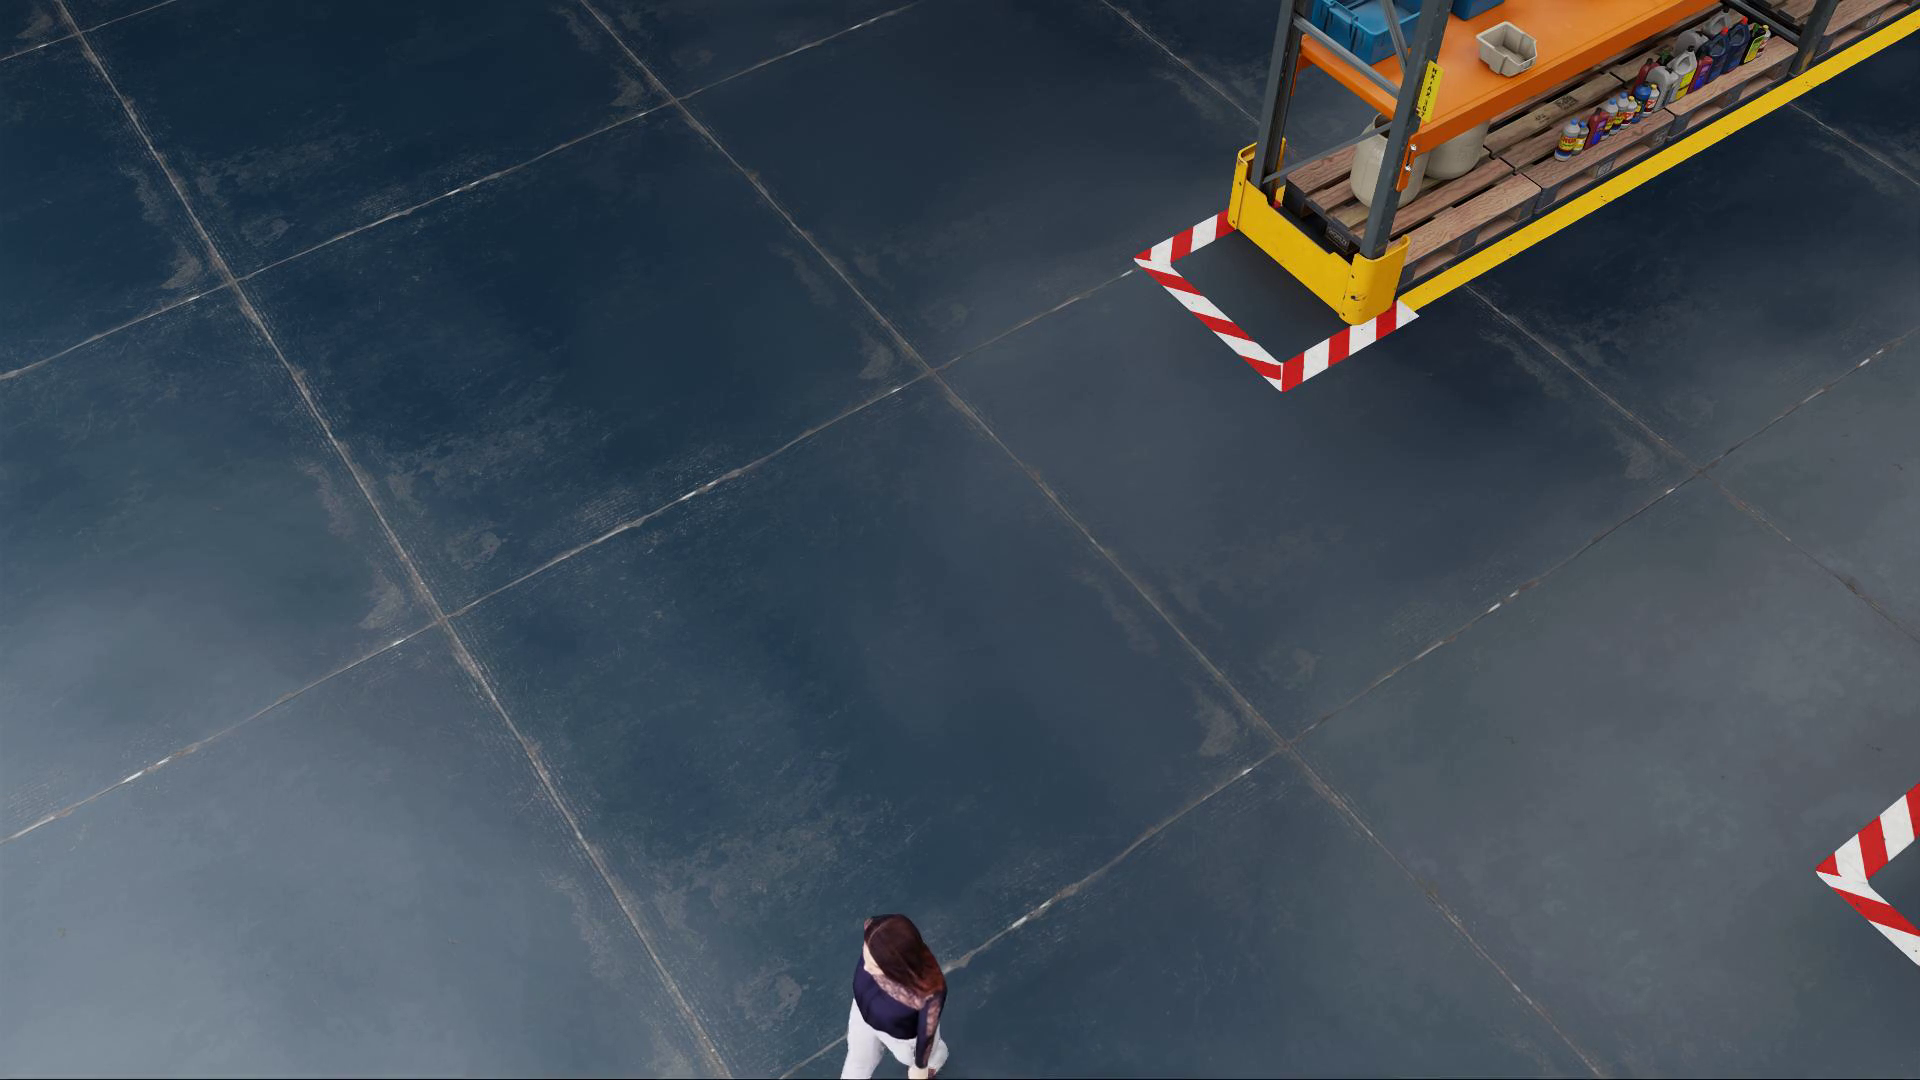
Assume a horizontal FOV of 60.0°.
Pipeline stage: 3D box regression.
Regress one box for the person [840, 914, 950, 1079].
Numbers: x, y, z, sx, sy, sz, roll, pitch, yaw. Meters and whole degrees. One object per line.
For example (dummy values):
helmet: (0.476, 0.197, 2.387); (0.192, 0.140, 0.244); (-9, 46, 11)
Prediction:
person: (-0.198, 1.801, 6.333); (0.913, 1.581, 0.639); (-32, 59, -22)
